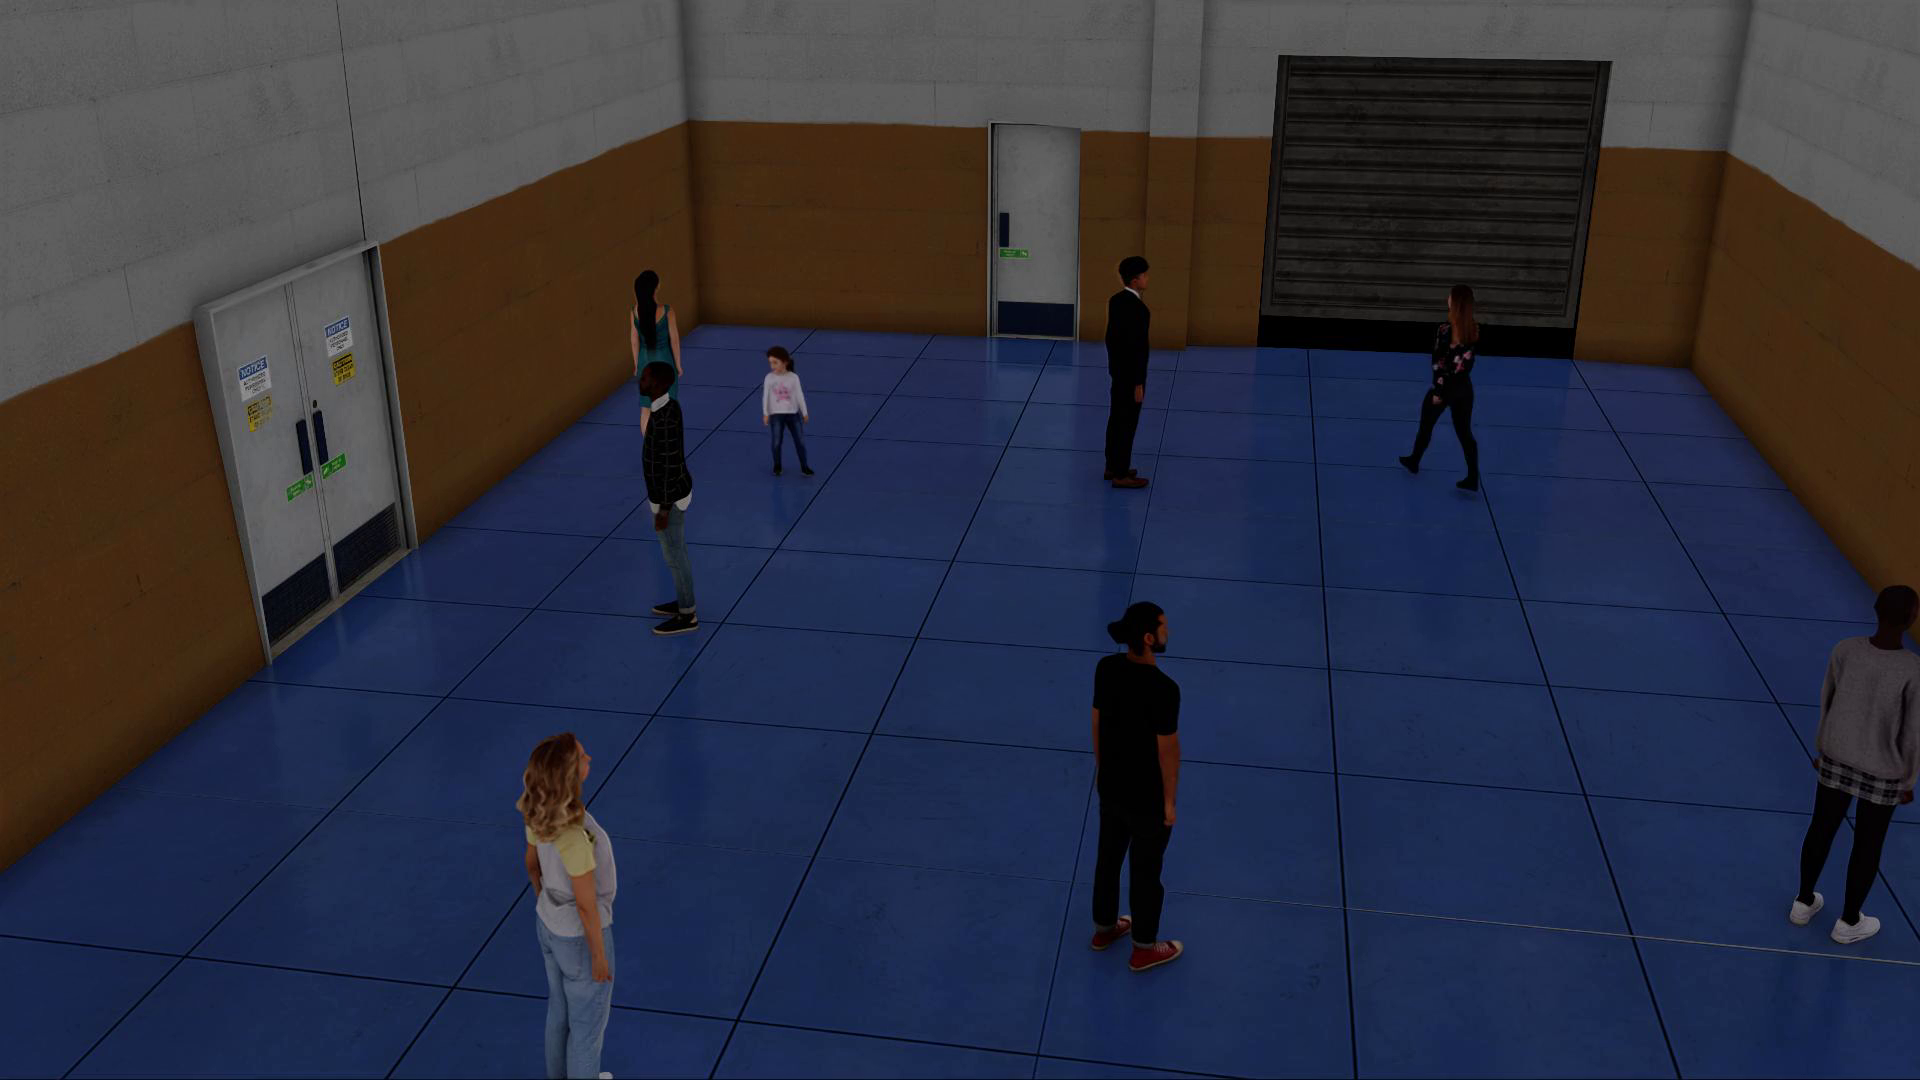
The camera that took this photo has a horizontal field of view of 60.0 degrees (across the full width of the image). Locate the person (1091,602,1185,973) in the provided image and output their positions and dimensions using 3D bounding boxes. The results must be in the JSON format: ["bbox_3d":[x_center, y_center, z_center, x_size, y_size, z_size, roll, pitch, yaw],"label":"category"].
[{"bbox_3d":[0.785,1.100,7.460,0.765,1.756,0.678,-19,29,-39],"label":"person"}]

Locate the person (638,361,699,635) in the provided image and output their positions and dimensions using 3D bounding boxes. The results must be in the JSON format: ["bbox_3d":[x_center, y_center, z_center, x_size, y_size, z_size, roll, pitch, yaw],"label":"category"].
[{"bbox_3d":[-1.880,-0.288,10.829,0.663,1.820,0.724,-2,22,-6],"label":"person"}]

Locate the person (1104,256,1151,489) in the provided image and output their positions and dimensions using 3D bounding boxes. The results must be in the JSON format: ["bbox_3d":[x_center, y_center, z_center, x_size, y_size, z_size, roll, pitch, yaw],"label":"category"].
[{"bbox_3d":[1.338,-1.359,13.413,0.720,1.881,0.774,-6,23,-14],"label":"person"}]

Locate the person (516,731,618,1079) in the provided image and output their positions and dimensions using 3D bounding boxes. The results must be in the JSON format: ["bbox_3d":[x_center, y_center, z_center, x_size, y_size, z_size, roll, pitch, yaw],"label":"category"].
[{"bbox_3d":[-1.499,1.522,6.435,0.764,1.722,0.687,-17,27,-36],"label":"person"}]

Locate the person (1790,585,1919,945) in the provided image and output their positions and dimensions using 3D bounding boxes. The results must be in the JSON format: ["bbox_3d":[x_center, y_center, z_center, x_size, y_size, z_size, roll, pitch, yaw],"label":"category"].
[{"bbox_3d":[4.142,1.020,7.638,0.757,1.772,0.685,-16,27,-35],"label":"person"}]

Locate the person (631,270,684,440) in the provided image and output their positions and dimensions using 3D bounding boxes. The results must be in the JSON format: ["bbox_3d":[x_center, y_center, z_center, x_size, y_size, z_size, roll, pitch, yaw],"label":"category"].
[{"bbox_3d":[-2.522,-1.415,13.811,0.457,1.687,0.641,1,22,3],"label":"person"}]

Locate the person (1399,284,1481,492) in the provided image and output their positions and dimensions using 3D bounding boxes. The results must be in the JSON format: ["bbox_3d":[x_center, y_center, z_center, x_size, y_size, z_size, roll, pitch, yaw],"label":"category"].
[{"bbox_3d":[3.986,-1.169,13.268,1.104,1.637,1.039,-9,24,-21],"label":"person"}]

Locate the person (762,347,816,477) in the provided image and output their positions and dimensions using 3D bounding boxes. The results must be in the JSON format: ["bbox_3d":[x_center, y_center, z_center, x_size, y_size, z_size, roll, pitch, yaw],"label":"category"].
[{"bbox_3d":[-1.485,-1.073,13.756,0.620,1.093,0.699,-3,22,-8],"label":"person"}]
